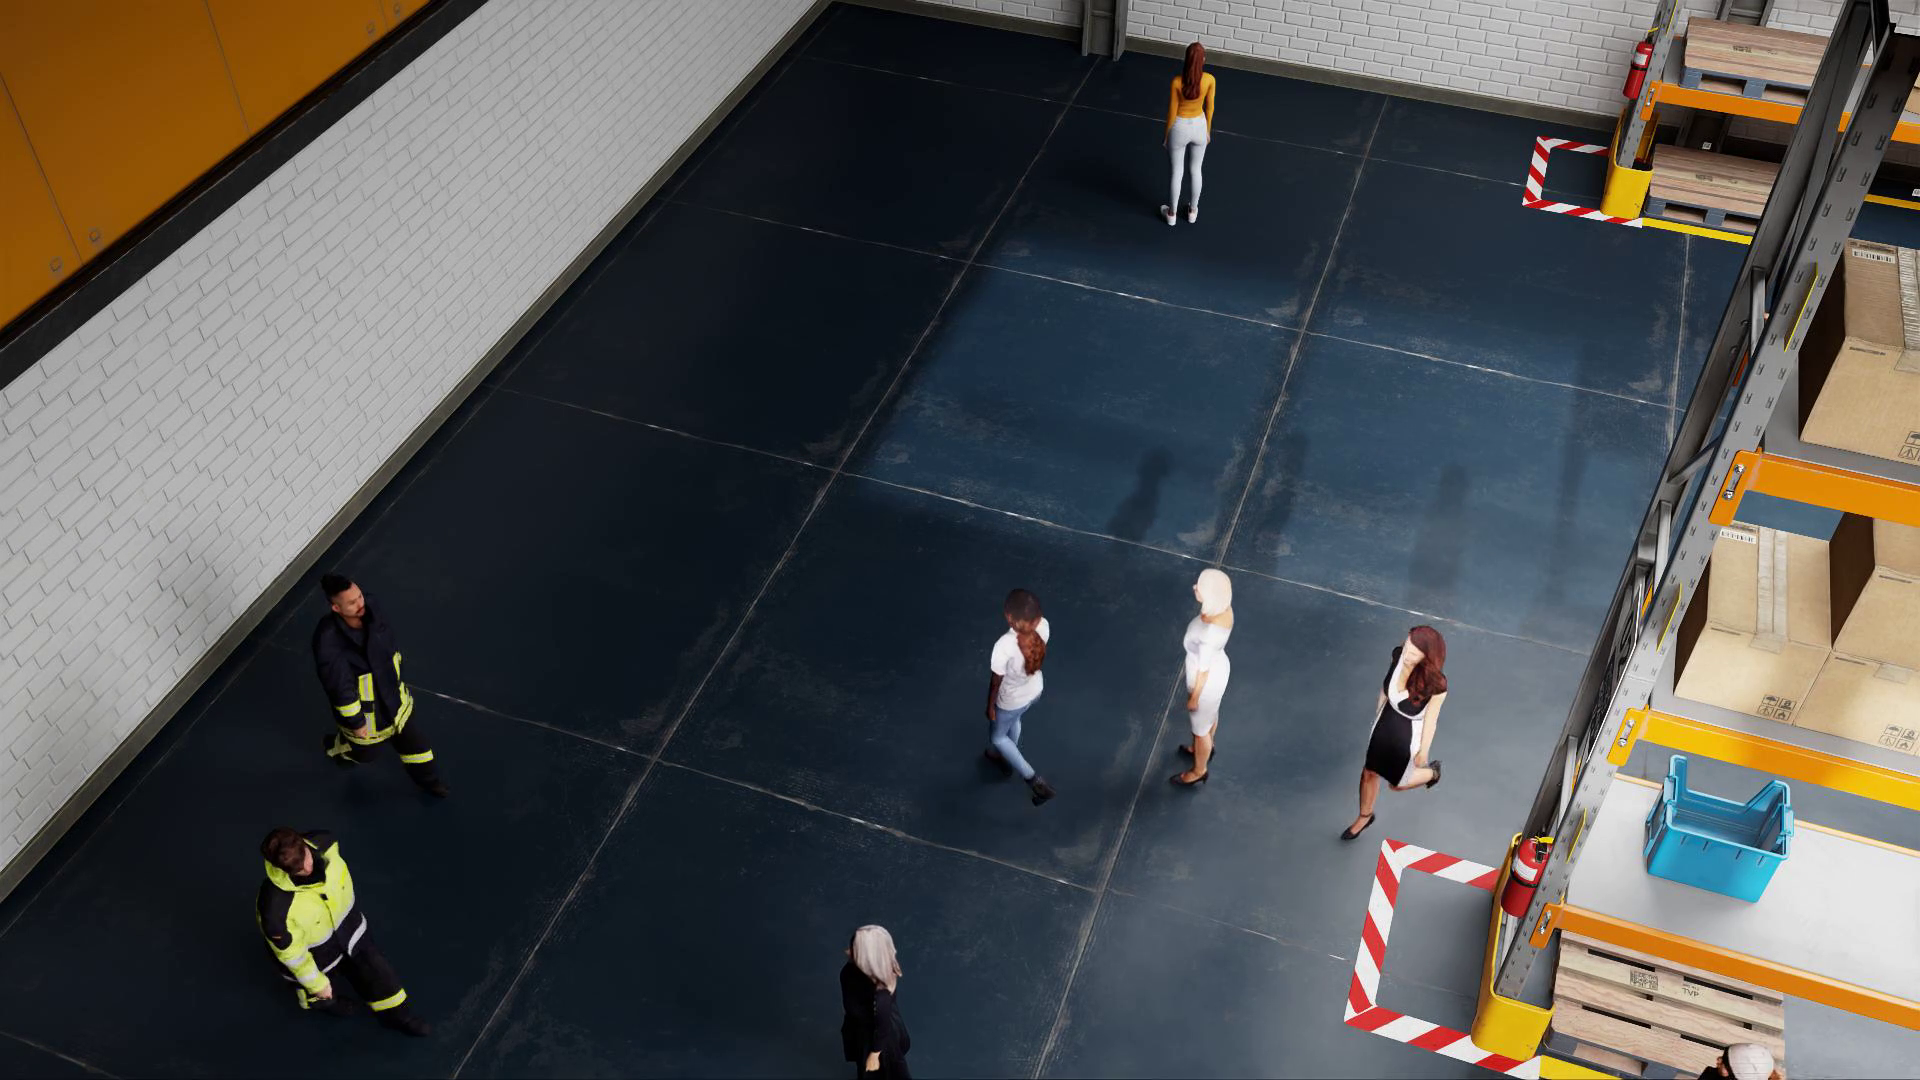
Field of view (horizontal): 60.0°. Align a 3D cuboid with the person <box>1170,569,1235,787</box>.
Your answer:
[{"bbox_3d":[1.497,0.834,10.070,0.529,1.748,0.575,10,45,11],"label":"person"}]

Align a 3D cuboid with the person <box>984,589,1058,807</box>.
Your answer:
[{"bbox_3d":[0.385,0.953,9.976,1.001,1.705,0.831,32,52,29],"label":"person"}]

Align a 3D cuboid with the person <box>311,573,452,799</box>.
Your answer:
[{"bbox_3d":[-3.618,0.867,9.977,1.131,1.829,0.878,24,48,23],"label":"person"}]

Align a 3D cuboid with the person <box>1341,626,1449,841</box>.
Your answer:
[{"bbox_3d":[2.640,1.126,9.742,0.995,1.778,0.979,-22,48,-22],"label":"person"}]

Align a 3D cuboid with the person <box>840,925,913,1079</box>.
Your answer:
[{"bbox_3d":[-0.436,2.457,8.366,0.726,1.747,0.695,-9,44,-9],"label":"person"}]

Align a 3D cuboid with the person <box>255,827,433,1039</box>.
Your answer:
[{"bbox_3d":[-3.432,1.998,8.728,1.045,1.913,0.798,10,45,10],"label":"person"}]

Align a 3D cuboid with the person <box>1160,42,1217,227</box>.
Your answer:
[{"bbox_3d":[2.018,-3.590,14.711,0.640,1.751,0.737,-5,44,-5],"label":"person"}]
